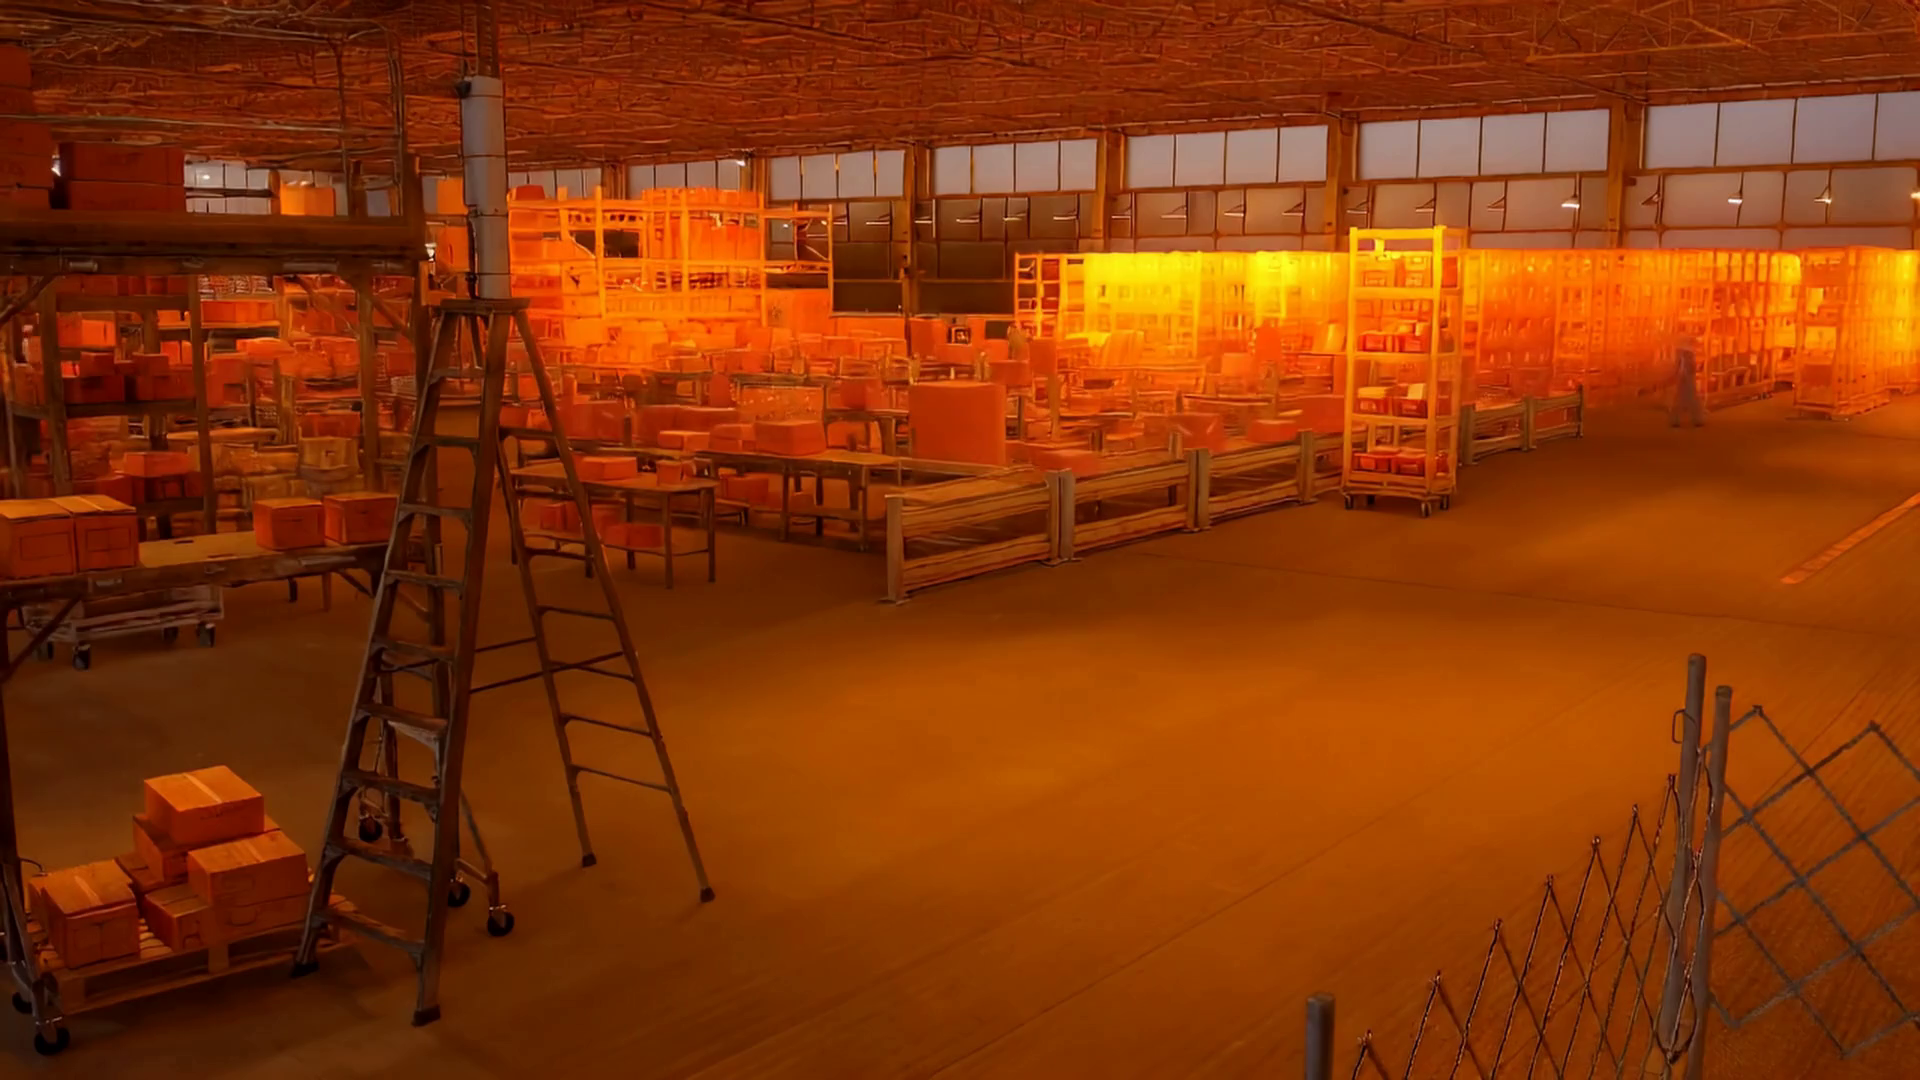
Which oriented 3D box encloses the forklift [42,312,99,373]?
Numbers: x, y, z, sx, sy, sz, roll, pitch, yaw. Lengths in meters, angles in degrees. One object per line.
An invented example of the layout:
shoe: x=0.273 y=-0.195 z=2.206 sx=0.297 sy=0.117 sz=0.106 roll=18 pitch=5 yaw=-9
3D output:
forklift: x=-23.779 y=-5.451 z=44.052 sx=1.873 sy=2.768 sz=1.129 roll=7 pitch=11 yaw=36

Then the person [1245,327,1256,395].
person: x=6.913 y=-4.174 z=39.557 sx=0.319 sy=1.767 sz=0.525 roll=4 pitch=10 yaw=25

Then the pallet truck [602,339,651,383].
pallet truck: x=-8.991 y=-4.871 z=45.351 sx=0.653 sy=1.274 sz=1.630 roll=7 pitch=11 yaw=37

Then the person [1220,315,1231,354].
person: x=8.070 y=-6.205 z=51.506 sx=1.047 sy=1.990 sz=0.636 roll=7 pitch=11 yaw=36

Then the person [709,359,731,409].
person: x=-3.928 y=-2.155 z=27.358 sx=0.281 sy=1.634 sz=0.498 roll=-8 pitch=12 yaw=-42

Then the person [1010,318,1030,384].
person: x=1.564 y=-4.876 z=43.603 sx=0.650 sy=1.877 sz=0.862 roll=-7 pitch=11 yaw=-37

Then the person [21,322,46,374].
person: x=-19.613 y=-3.630 z=35.384 sx=0.903 sy=2.020 sz=0.604 roll=3 pitch=10 yaw=20

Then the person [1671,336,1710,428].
person: x=14.353 y=-3.078 z=32.554 sx=0.569 sy=1.812 sz=0.822 roll=-7 pitch=12 yaw=-39

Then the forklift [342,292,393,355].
forklift: x=-16.485 y=-5.622 z=45.120 sx=1.129 sy=2.768 sz=1.873 roll=7 pitch=11 yaw=37

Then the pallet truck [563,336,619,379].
pallet truck: x=-10.690 y=-5.294 z=48.215 sx=1.601 sy=1.201 sz=0.680 roll=-5 pitch=10 yaw=-26

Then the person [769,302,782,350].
person: x=-7.173 y=-8.264 z=64.553 sx=0.638 sy=1.930 sz=0.464 roll=7 pitch=12 yaw=39

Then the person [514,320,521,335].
person: x=-12.208 y=-5.195 z=45.890 sx=0.603 sy=1.768 sz=0.959 roll=-7 pitch=11 yaw=-37
